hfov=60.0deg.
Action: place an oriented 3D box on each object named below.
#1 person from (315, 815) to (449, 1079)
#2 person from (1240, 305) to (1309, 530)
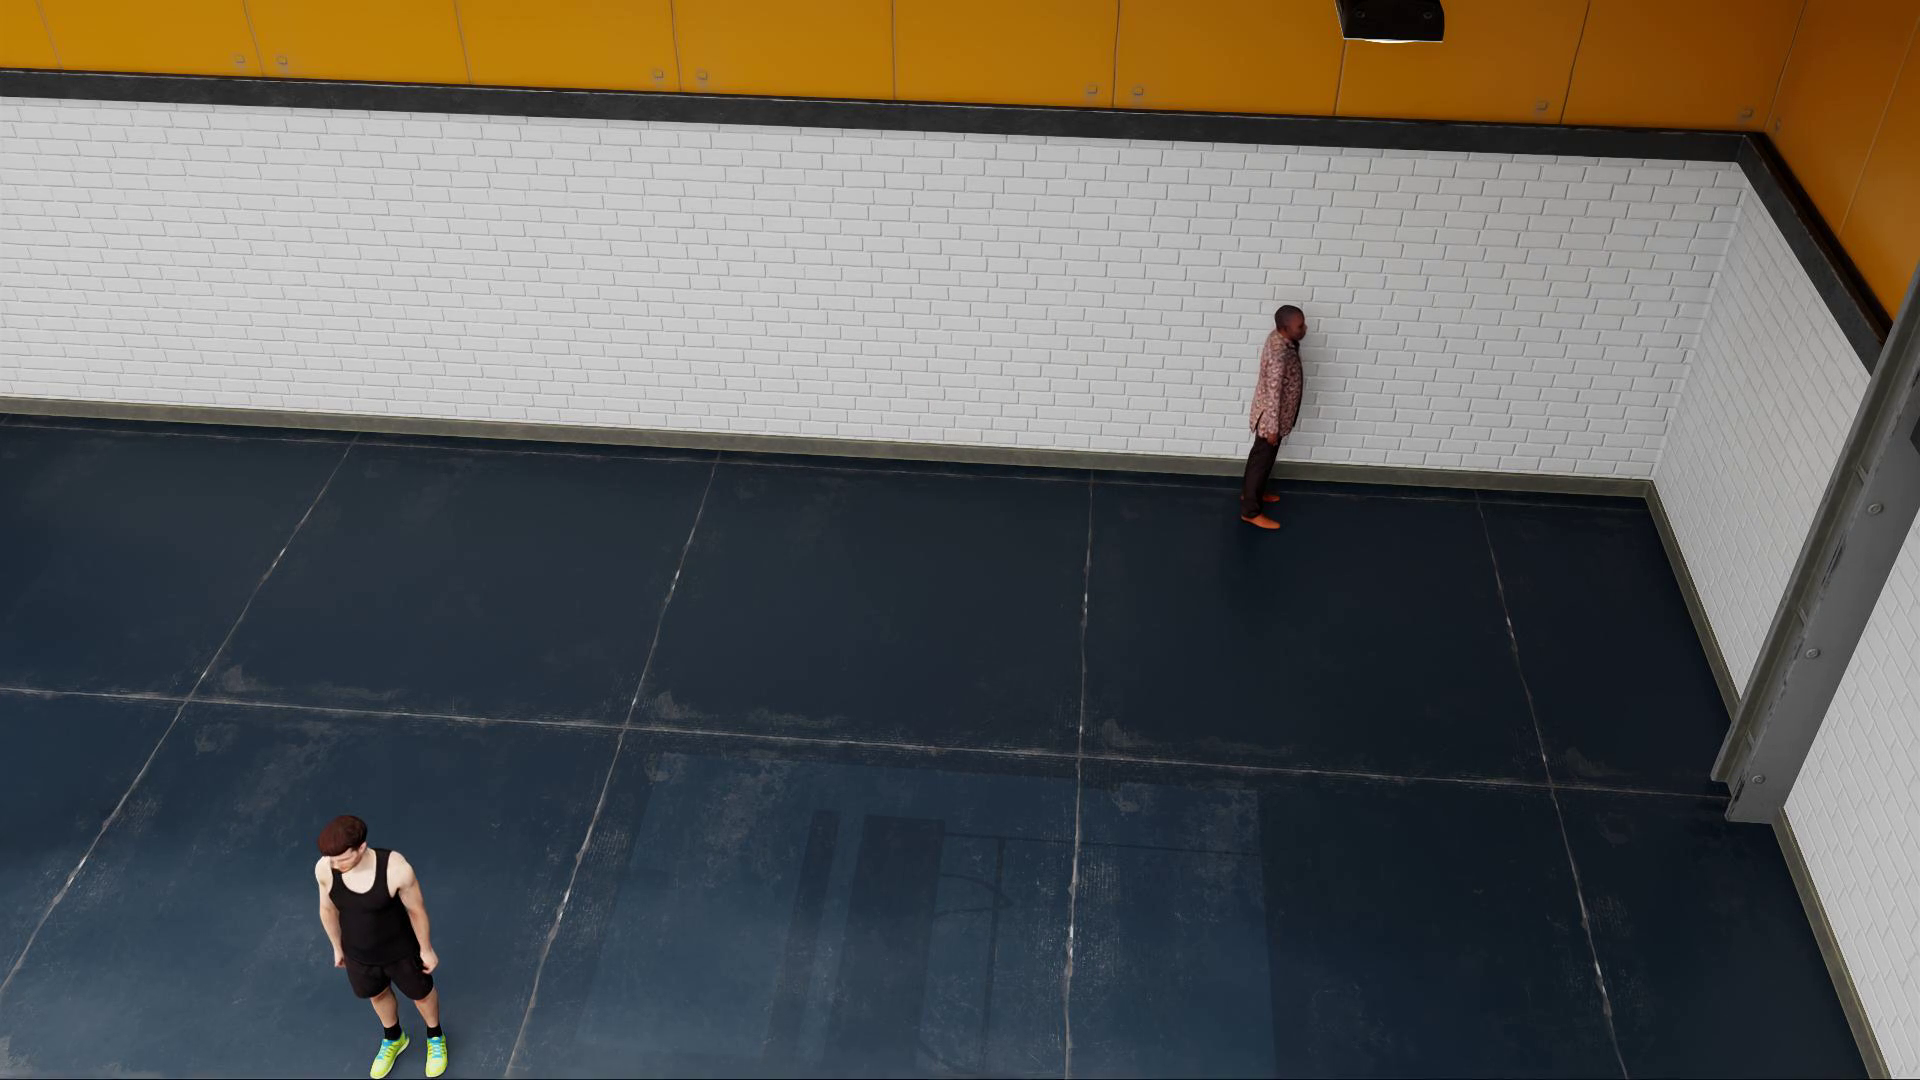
[{"bbox_3d":[-2.943,2.043,8.465,0.699,1.891,0.599,0,39,0],"label":"person"},{"bbox_3d":[2.293,-0.942,12.270,0.774,1.807,0.553,7,39,9],"label":"person"}]
